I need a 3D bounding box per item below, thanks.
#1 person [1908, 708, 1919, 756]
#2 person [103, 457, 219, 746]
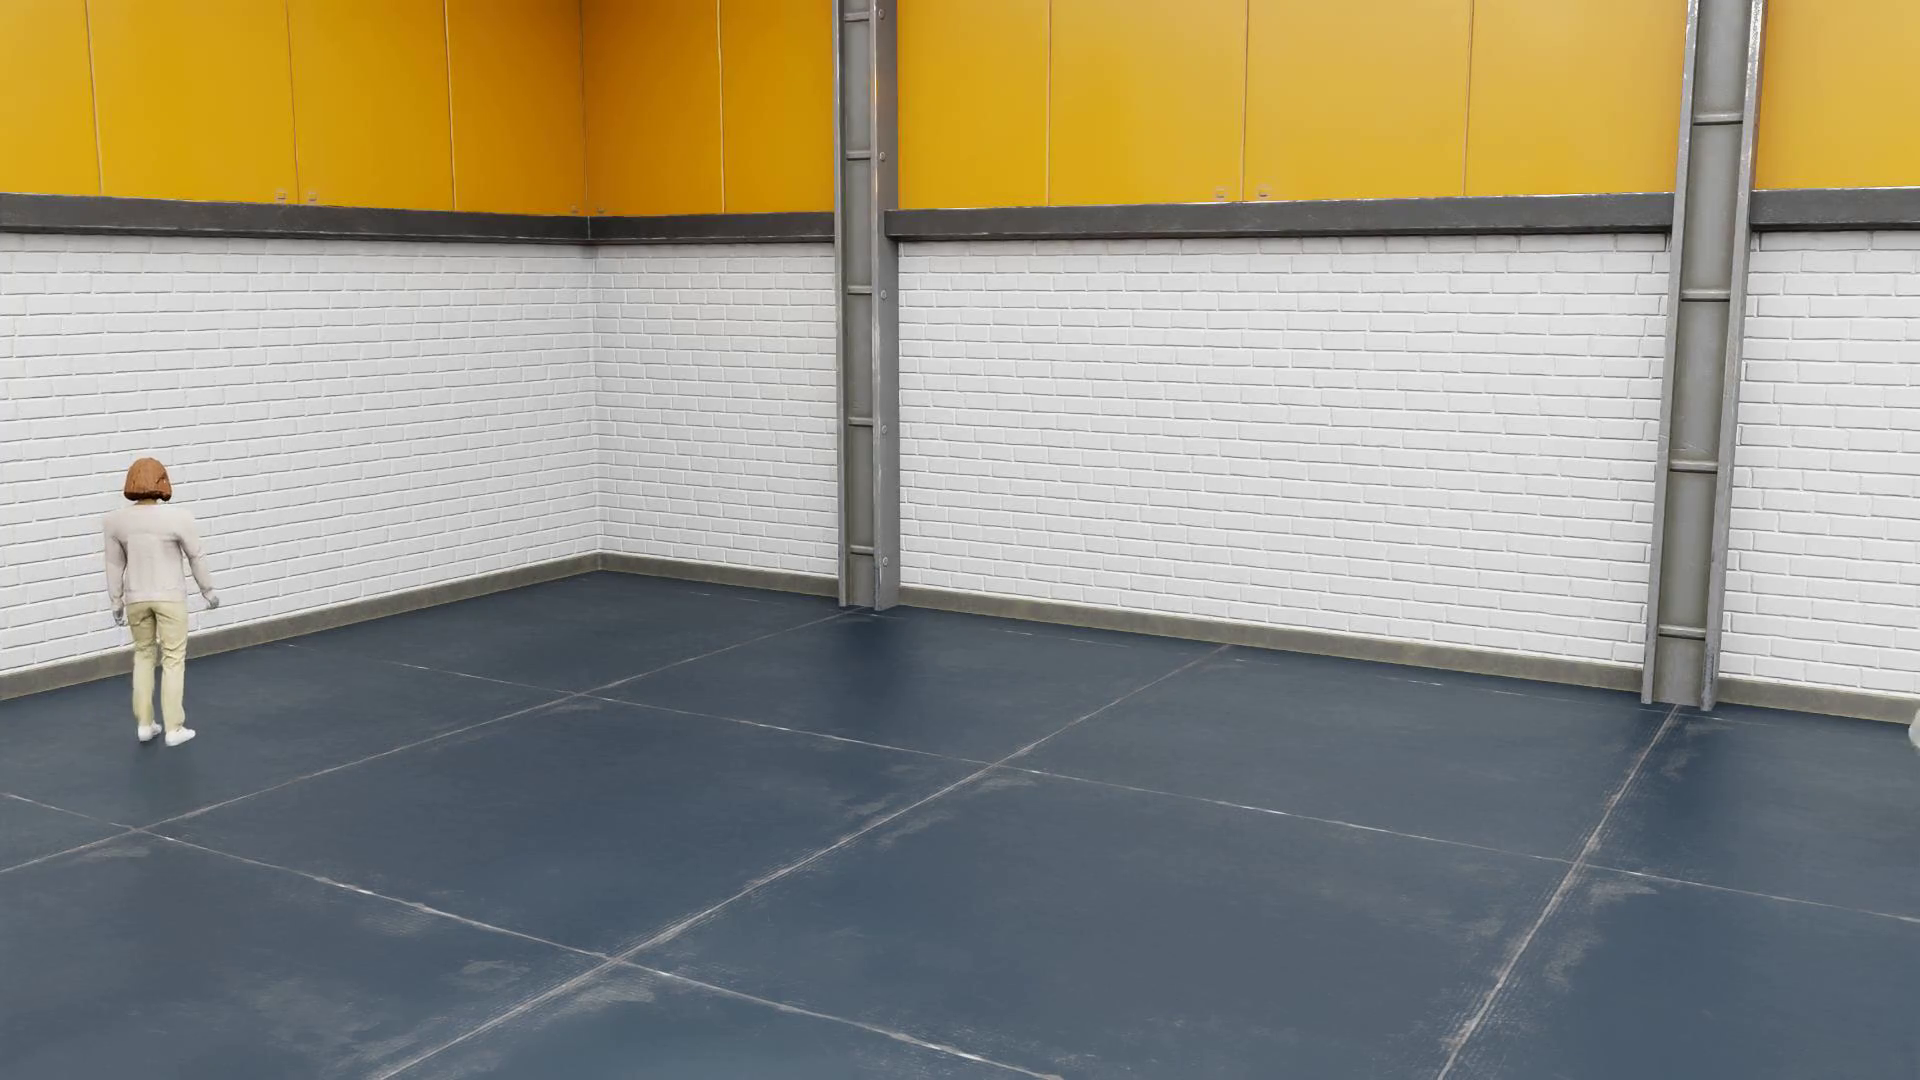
[{"bbox_3d":[4.590,0.548,7.493,0.614,1.813,0.431,-6,11,-32],"label":"person"},{"bbox_3d":[-4.493,0.345,9.362,0.515,1.629,0.359,0,9,1],"label":"person"}]
